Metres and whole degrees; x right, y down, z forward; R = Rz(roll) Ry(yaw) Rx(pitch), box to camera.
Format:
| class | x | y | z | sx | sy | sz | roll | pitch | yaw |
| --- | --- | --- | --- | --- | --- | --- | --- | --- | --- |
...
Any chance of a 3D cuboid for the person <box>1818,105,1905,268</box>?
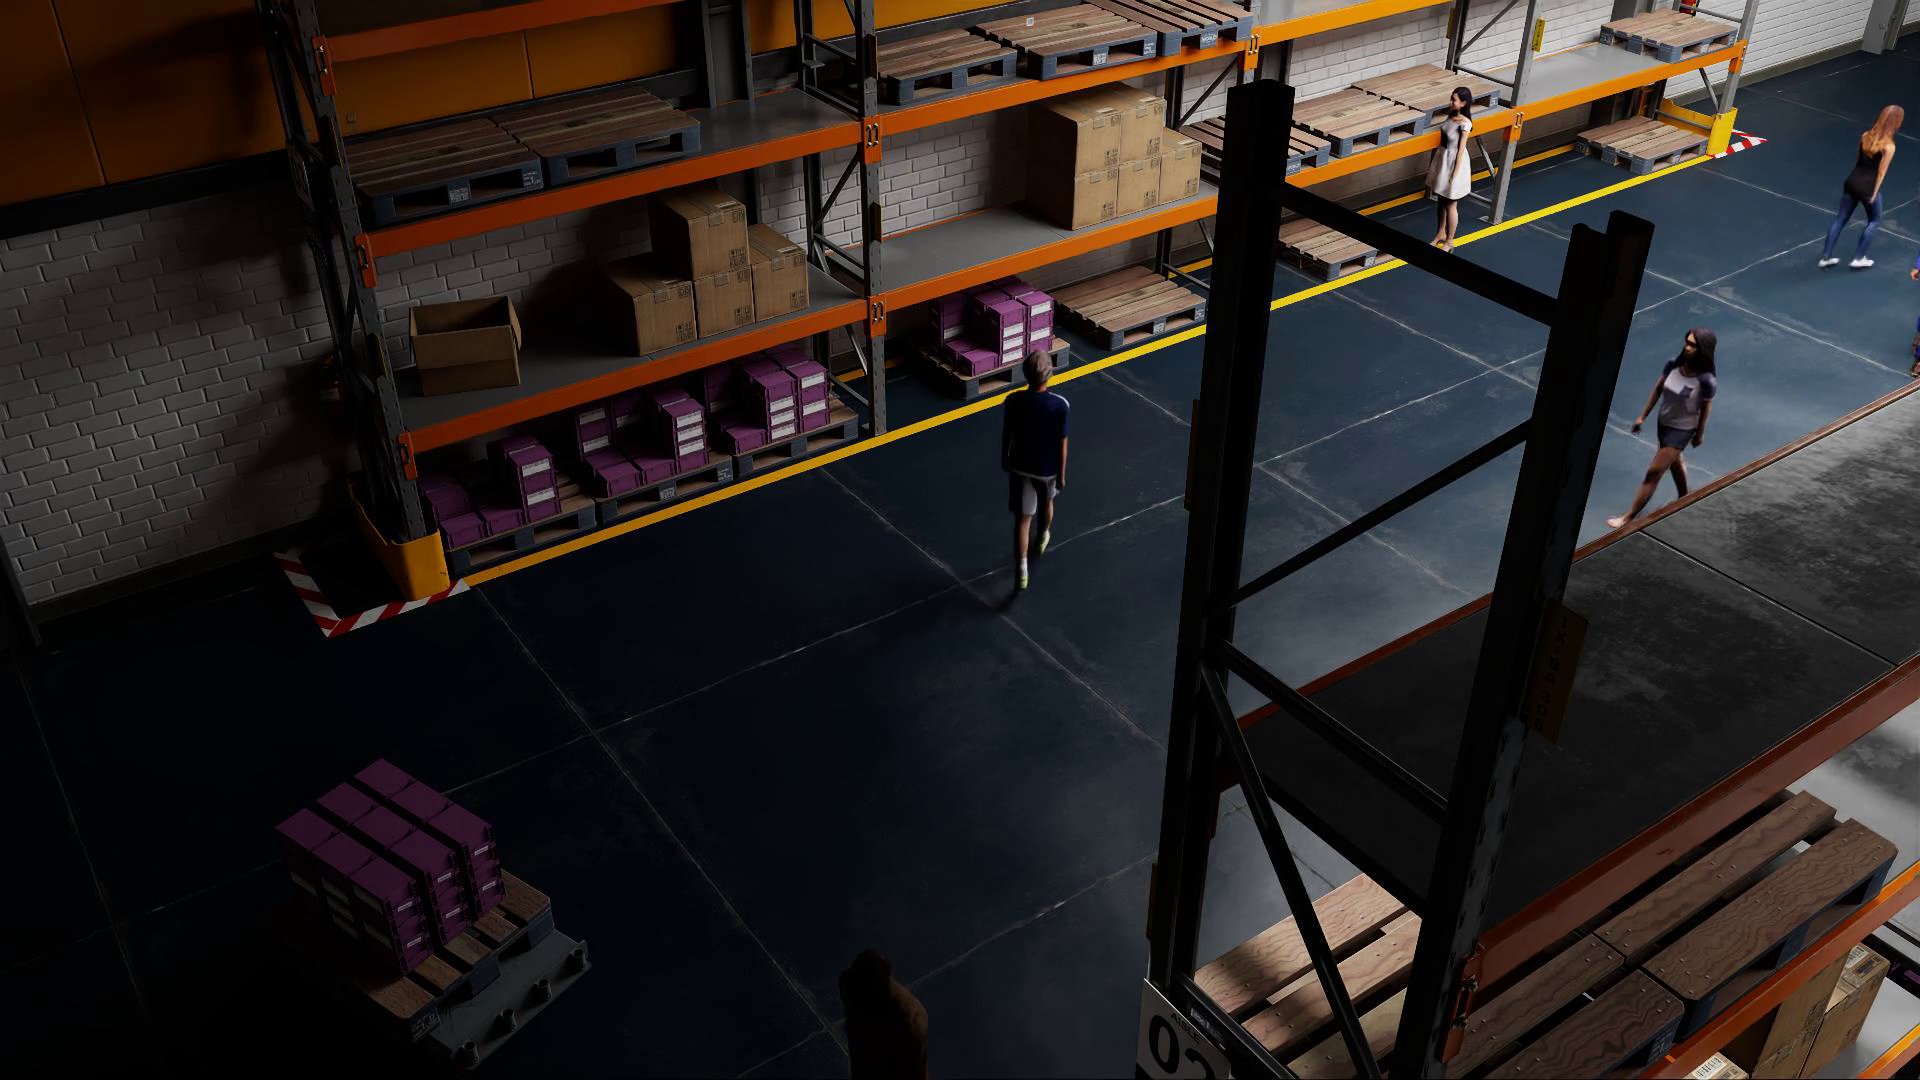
| class | x | y | z | sx | sy | sz | roll | pitch | yaw |
| --- | --- | --- | --- | --- | --- | --- | --- | --- | --- |
| person | 9.011 | -3.512 | 16.712 | 0.795 | 1.700 | 0.661 | -15 | 36 | -21 |

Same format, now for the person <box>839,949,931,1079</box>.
| class | x | y | z | sx | sy | sz | roll | pitch | yaw |
| --- | --- | --- | --- | --- | --- | --- | --- | --- | --- |
| person | -0.263 | 2.482 | 7.616 | 0.885 | 1.786 | 1.201 | 28 | 42 | 35 |

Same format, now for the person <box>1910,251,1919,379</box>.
| class | x | y | z | sx | sy | sz | roll | pitch | yaw |
| --- | --- | --- | --- | --- | --- | --- | --- | --- | --- |
| person | 8.910 | -2.447 | 15.008 | 0.979 | 1.813 | 1.329 | 21 | 39 | 29 |

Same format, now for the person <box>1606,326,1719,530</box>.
| class | x | y | z | sx | sy | sz | roll | pitch | yaw |
| --- | --- | --- | --- | --- | --- | --- | --- | --- | --- |
| person | 5.552 | -0.870 | 12.781 | 1.171 | 1.650 | 0.759 | -14 | 36 | -19 |

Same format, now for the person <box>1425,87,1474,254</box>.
| class | x | y | z | sx | sy | sz | roll | pitch | yaw |
| --- | --- | --- | --- | --- | --- | --- | --- | --- | --- |
| person | 5.024 | -3.780 | 17.053 | 0.783 | 1.769 | 0.768 | -5 | 34 | -7 |

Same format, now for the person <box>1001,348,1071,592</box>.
| class | x | y | z | sx | sy | sz | roll | pitch | yaw |
| --- | --- | --- | --- | --- | --- | --- | --- | --- | --- |
| person | 0.533 | -0.469 | 12.045 | 1.171 | 1.797 | 1.199 | 3 | 34 | 4 |
